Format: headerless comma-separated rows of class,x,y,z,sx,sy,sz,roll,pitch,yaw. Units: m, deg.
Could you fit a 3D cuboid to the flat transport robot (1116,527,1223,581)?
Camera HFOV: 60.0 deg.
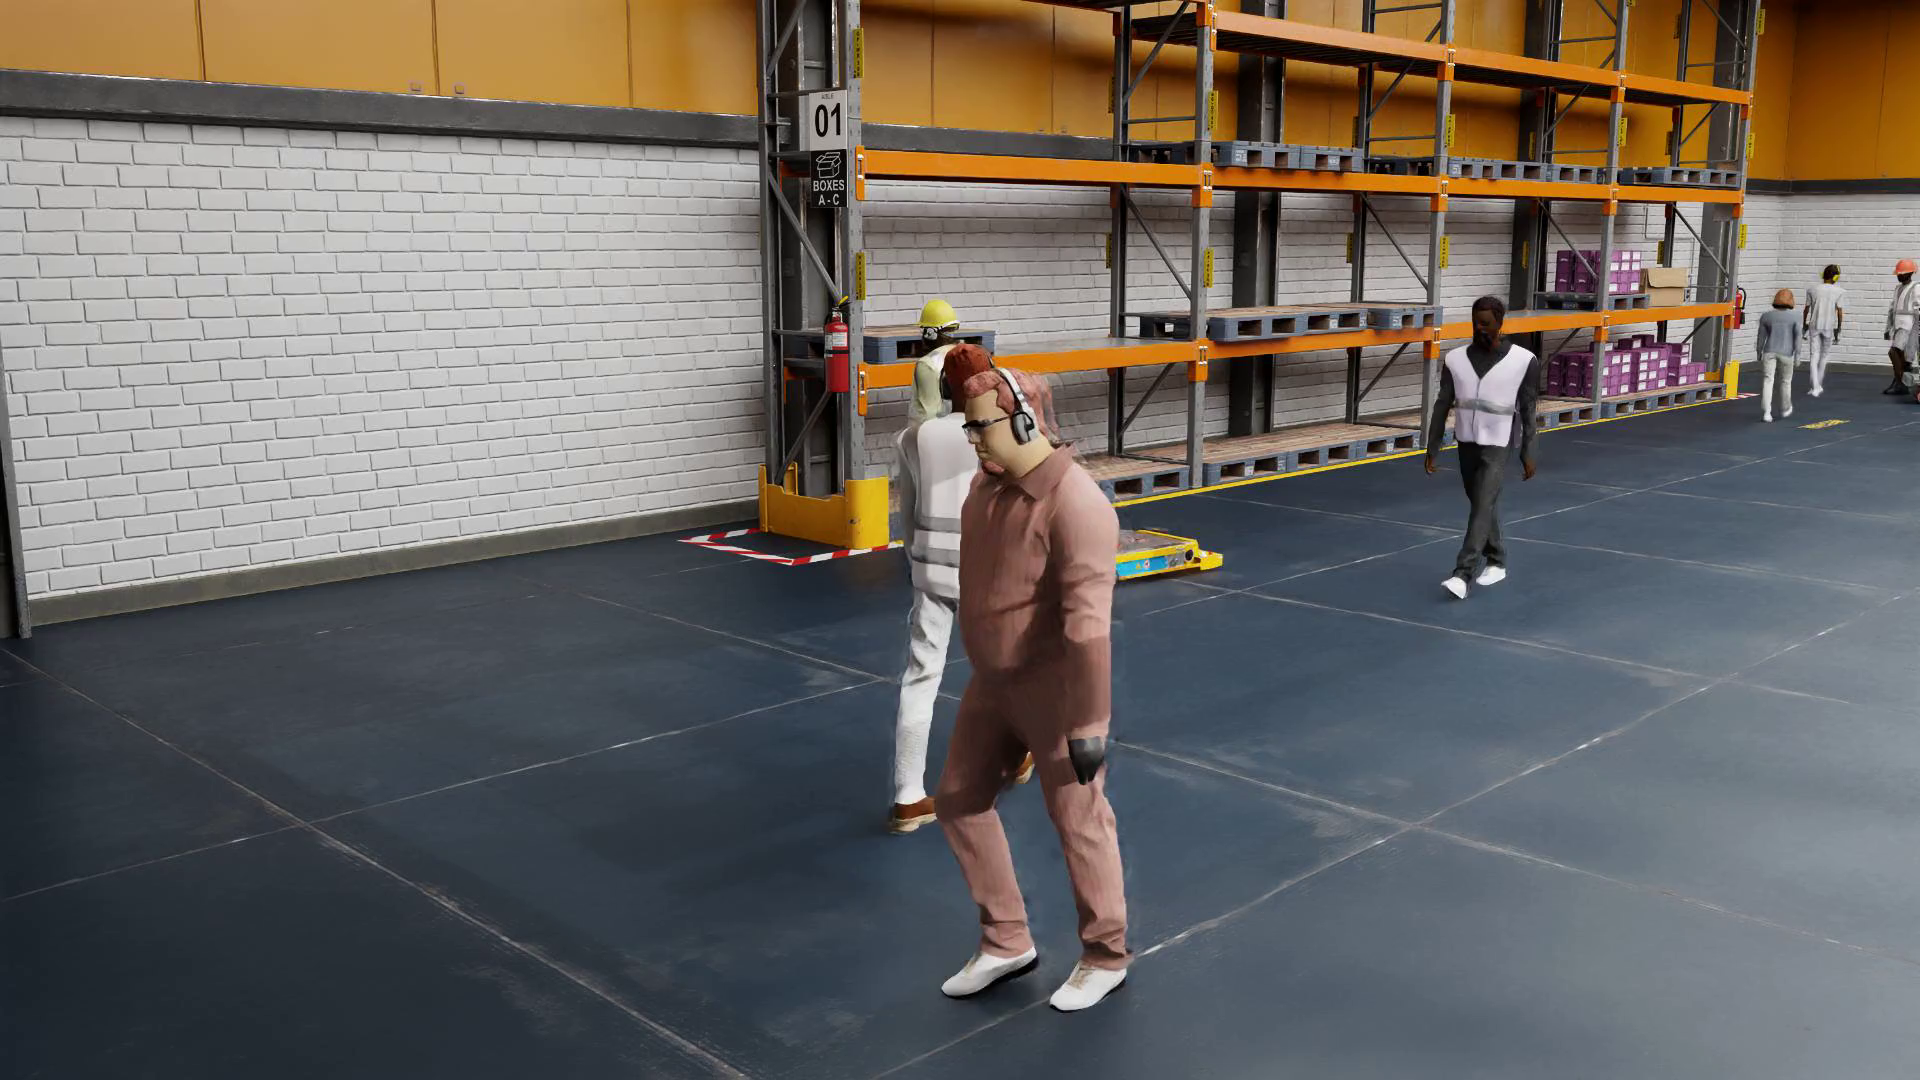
flat transport robot,1.001,0.115,10.944,1.431,0.197,0.652,-8,13,-38

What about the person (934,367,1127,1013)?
person,0.189,0.443,4.791,0.676,1.864,0.773,-6,12,-31

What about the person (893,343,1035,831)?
person,0.015,0.154,6.491,0.614,1.824,0.994,5,12,25

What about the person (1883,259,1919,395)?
person,13.166,-2.968,23.295,0.590,1.905,0.607,0,10,0

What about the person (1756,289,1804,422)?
person,9.941,-2.242,20.172,0.521,1.582,0.865,8,13,37

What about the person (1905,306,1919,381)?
person,10.758,-1.988,18.239,0.634,1.808,0.915,2,11,12

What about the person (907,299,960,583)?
person,-0.139,-0.629,10.740,0.404,1.833,0.589,5,12,28

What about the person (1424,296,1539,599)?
person,3.244,-0.586,10.420,0.618,1.860,1.019,9,14,41

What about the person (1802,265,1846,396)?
person,12.118,-2.943,23.387,0.490,1.826,0.808,4,11,22
